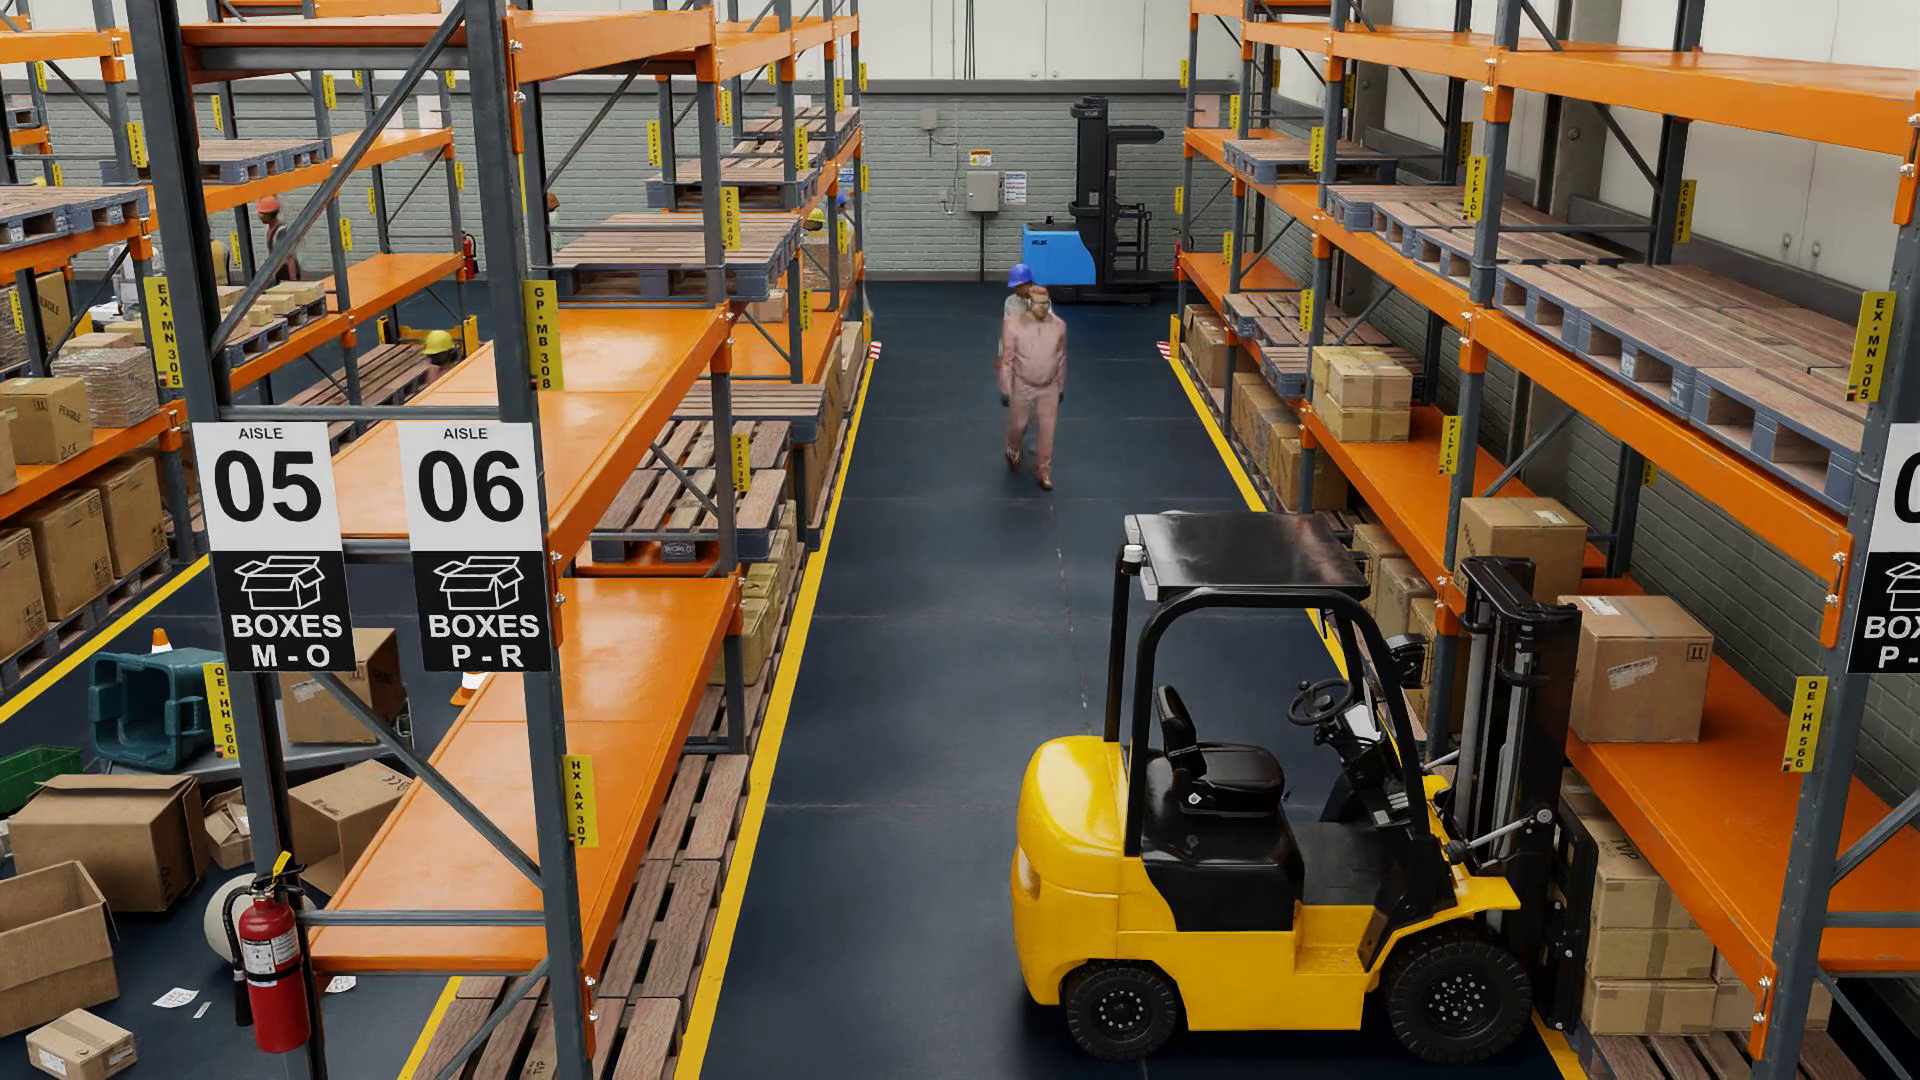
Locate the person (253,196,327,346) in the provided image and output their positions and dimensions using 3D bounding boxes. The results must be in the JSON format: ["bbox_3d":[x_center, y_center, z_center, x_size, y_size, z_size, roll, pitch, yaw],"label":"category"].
[{"bbox_3d":[-8.407,-3.342,20.973,0.765,2.013,0.656,-12,22,-32],"label":"person"}]

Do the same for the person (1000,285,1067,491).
[{"bbox_3d":[0.680,-1.452,15.447,0.647,1.876,0.814,-4,19,-12],"label":"person"}]

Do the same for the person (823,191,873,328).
[{"bbox_3d":[-1.524,-3.746,22.380,0.750,1.881,0.633,-2,18,-6],"label":"person"}]

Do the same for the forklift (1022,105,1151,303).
[{"bbox_3d":[1.857,-4.944,24.441,1.873,2.768,1.129,0,18,0],"label":"forklift"}]

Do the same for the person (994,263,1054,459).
[{"bbox_3d":[0.637,-1.768,16.365,0.693,1.913,0.587,17,25,41],"label":"person"}]

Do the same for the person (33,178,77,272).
[{"bbox_3d":[-12.891,-4.163,23.606,0.615,1.899,0.779,-12,22,-33],"label":"person"}]

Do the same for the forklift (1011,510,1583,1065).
[{"bbox_3d":[1.387,1.055,7.378,2.313,2.155,1.214,0,18,0],"label":"forklift"}]

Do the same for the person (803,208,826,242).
[{"bbox_3d":[-1.896,-3.473,21.801,0.321,1.731,0.490,0,18,-1],"label":"person"}]

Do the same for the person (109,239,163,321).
[{"bbox_3d":[-9.671,-2.859,19.633,0.544,1.929,0.389,-7,20,-21],"label":"person"}]
